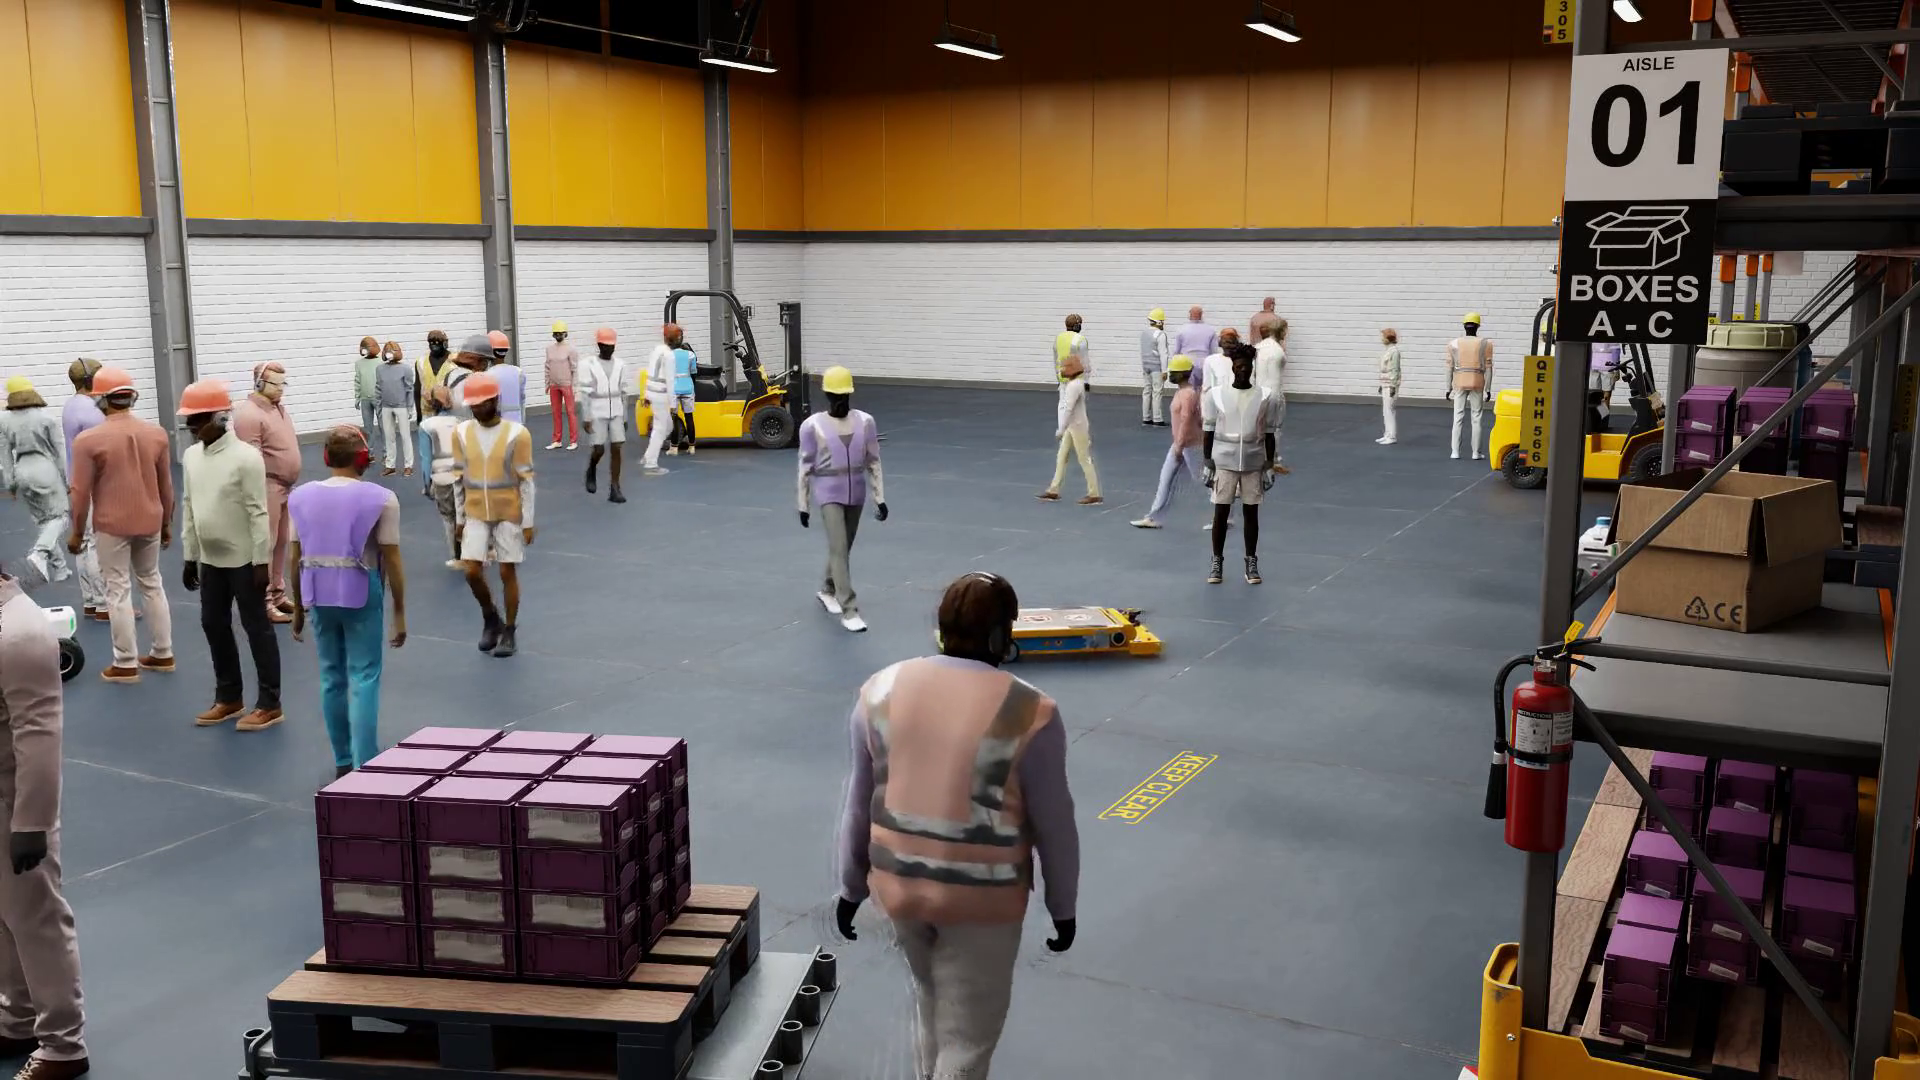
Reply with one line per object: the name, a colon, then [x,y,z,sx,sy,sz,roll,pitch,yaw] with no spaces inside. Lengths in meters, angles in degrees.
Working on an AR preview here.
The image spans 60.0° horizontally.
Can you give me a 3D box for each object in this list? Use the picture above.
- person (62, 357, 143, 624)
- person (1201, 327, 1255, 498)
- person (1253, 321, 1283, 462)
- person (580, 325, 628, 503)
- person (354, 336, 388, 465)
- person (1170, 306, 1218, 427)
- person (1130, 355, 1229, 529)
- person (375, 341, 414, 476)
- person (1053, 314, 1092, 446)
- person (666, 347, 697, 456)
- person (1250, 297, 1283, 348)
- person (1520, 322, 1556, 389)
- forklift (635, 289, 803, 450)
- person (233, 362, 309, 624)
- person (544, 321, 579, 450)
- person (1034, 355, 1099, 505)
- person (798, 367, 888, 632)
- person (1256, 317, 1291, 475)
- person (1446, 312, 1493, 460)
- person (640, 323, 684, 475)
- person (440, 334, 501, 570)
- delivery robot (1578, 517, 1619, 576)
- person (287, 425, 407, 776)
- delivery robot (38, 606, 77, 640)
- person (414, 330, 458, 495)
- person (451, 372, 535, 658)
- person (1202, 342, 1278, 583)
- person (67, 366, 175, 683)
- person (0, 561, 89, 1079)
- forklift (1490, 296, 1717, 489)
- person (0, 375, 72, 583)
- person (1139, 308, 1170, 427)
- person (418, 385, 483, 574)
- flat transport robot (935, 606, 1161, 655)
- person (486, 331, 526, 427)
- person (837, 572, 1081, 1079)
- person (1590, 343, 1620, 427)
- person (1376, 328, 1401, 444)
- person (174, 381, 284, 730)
person: [-6.280,-0.359,12.104,0.372,1.940,0.632,-9,13,-41]
person: [2.945,-1.404,18.333,0.580,1.881,0.389,2,10,14]
person: [3.817,-1.882,21.255,0.641,1.825,0.526,-3,10,-19]
person: [-3.849,-1.367,17.997,0.548,1.918,0.593,-7,12,-34]
person: [-7.469,-1.771,21.161,0.509,1.632,0.266,2,10,13]
person: [3.579,-2.632,25.429,0.684,1.885,0.559,-1,10,-6]
person: [2.185,-0.939,16.117,0.953,1.713,0.535,-1,10,-7]
person: [-6.819,-1.583,20.061,0.504,1.636,0.280,2,10,11]
person: [1.581,-2.223,23.180,0.429,1.844,0.627,-9,13,-41]
person: [-3.731,-1.954,22.035,0.533,1.698,0.322,-6,11,-31]
person: [5.489,-3.377,29.673,0.652,1.906,0.403,9,13,42]
person: [7.560,-1.909,21.501,0.584,1.801,0.674,-6,12,-32]
forklift: [-3.358,-2.392,23.136,2.313,2.155,1.214,-1,10,-5]
person: [-5.021,-0.351,12.180,0.399,1.899,0.643,0,10,-2]
person: [-5.452,-2.108,22.730,0.525,1.769,0.313,4,10,21]
person: [1.139,-1.165,17.746,0.776,1.597,0.511,0,10,0]
person: [-0.879,-0.328,12.110,0.591,1.884,0.974,-6,11,-31]
person: [3.718,-1.739,20.138,0.556,1.919,0.644,-1,10,-7]
person: [6.617,-1.994,21.632,0.585,1.918,0.379,4,11,22]
person: [-3.593,-1.694,20.105,0.537,1.846,0.613,-4,11,-22]
person: [-4.091,-0.760,14.129,0.601,2.000,0.715,-8,13,-38]
delivery robot: [5.183,0.059,13.417,0.477,0.478,0.707,5,11,29]
person: [-3.082,0.338,8.466,0.601,1.817,0.633,1,10,7]
delivery robot: [-5.955,0.573,10.439,0.707,0.478,0.477,-6,12,-33]
person: [-5.759,-1.414,18.495,0.626,1.843,0.430,1,10,3]
person: [-3.101,-0.156,11.024,0.548,1.910,0.424,0,10,2]
person: [2.272,-0.622,13.544,0.607,1.966,0.366,1,10,5]
person: [-5.242,-0.097,10.435,0.428,1.991,0.627,6,11,30]
person: [-3.089,0.834,5.300,0.644,1.904,0.399,9,13,42]
forklift: [7.296,-1.677,18.993,2.313,2.155,1.214,5,11,27]
person: [-7.496,-0.477,13.456,0.538,1.701,0.666,-1,10,-3]
person: [3.025,-2.654,25.695,0.404,1.831,0.600,-6,11,-30]
person: [-4.222,-0.500,13.930,0.553,1.598,0.764,-6,11,-30]
flat transport robot: [0.581,0.623,11.244,1.431,0.197,0.652,-1,10,-9]
person: [-4.449,-1.056,16.139,0.372,1.939,0.544,6,12,33]
person: [0.028,0.987,4.701,0.659,1.810,0.770,5,11,27]
person: [9.474,-2.542,24.428,0.371,2.048,0.605,-3,10,-19]
person: [6.045,-2.162,23.449,0.347,1.622,0.526,-1,10,-5]
person: [-4.151,0.099,9.362,0.619,1.979,0.452,5,11,28]
